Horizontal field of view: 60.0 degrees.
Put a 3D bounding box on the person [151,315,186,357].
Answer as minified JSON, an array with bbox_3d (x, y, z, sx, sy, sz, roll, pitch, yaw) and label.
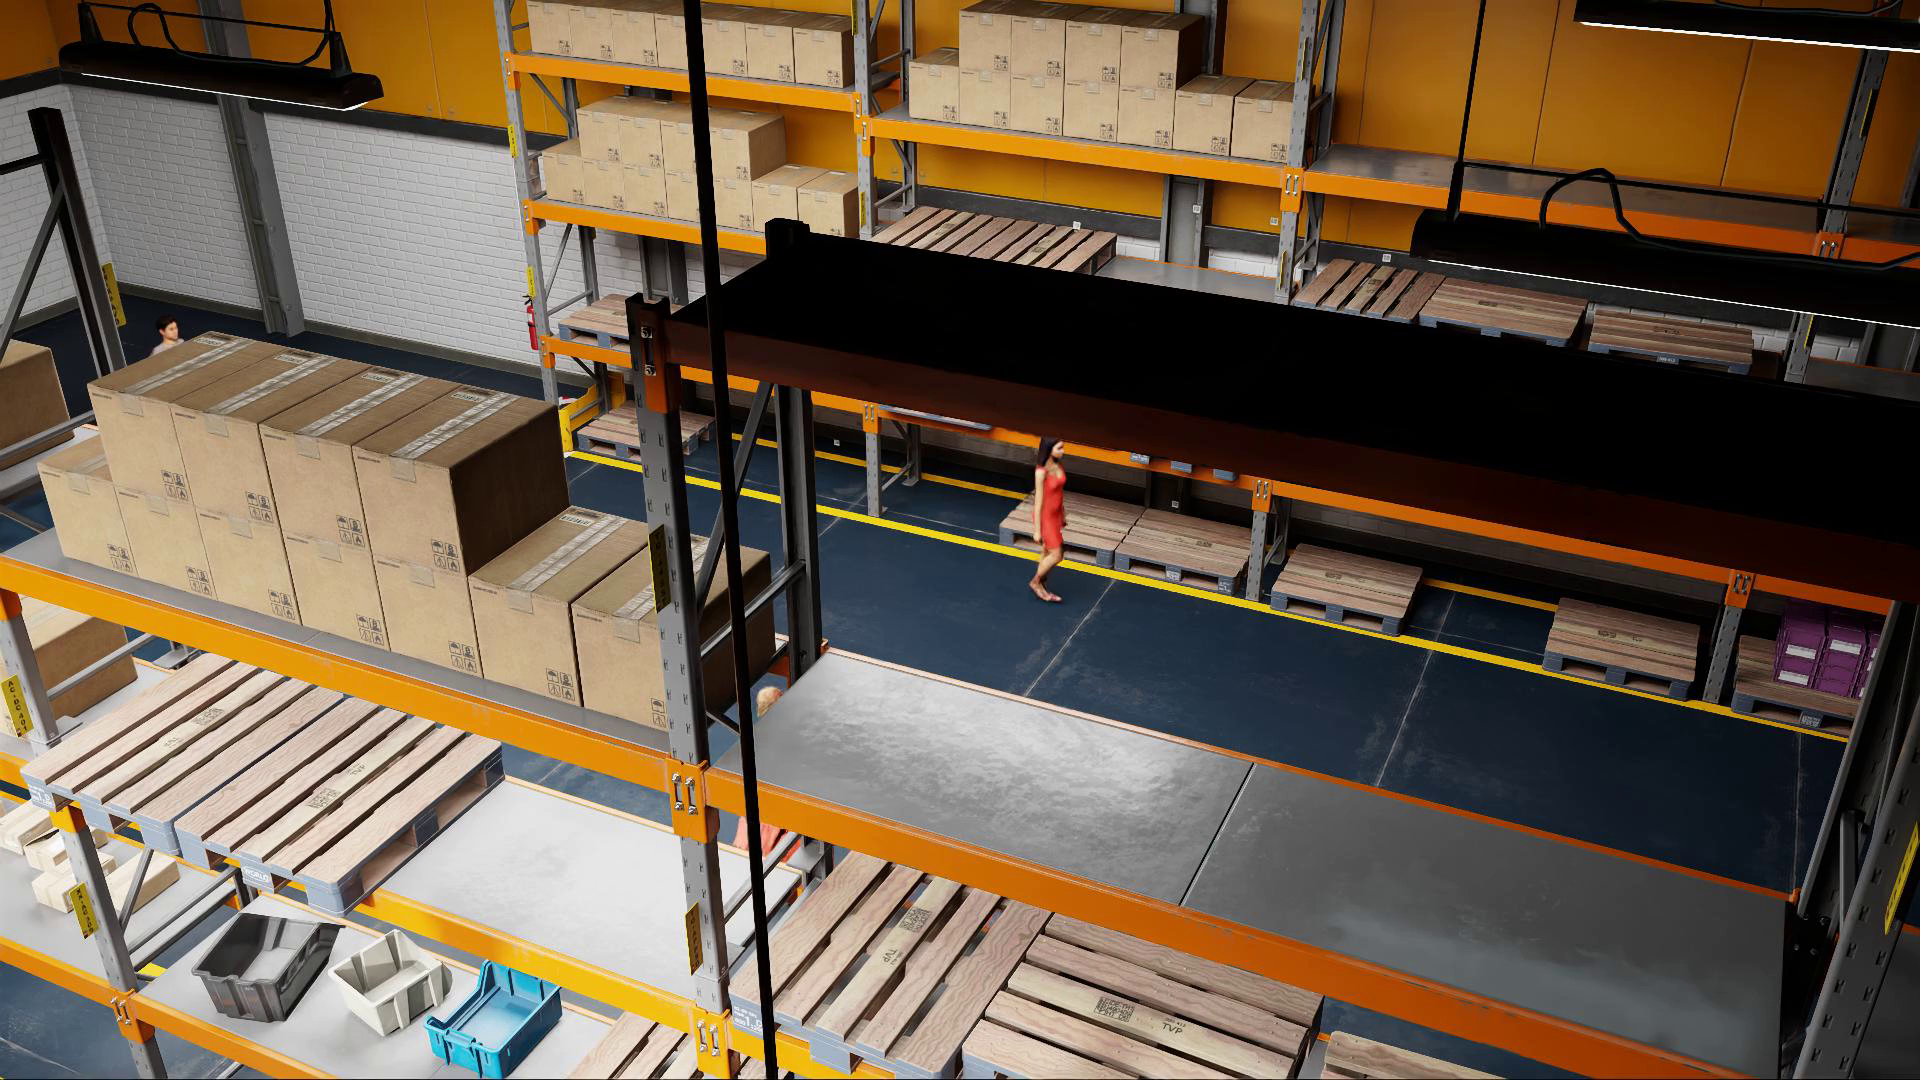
[{"bbox_3d":[-8.371,-1.600,17.763,0.758,1.708,0.625,15,32,25],"label":"person"}]

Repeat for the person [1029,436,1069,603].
[{"bbox_3d":[0.735,-0.208,15.205,0.558,1.712,0.610,13,31,22],"label":"person"}]

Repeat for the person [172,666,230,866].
[{"bbox_3d":[-5.395,1.613,11.862,0.726,1.719,0.674,10,30,17],"label":"person"}]
